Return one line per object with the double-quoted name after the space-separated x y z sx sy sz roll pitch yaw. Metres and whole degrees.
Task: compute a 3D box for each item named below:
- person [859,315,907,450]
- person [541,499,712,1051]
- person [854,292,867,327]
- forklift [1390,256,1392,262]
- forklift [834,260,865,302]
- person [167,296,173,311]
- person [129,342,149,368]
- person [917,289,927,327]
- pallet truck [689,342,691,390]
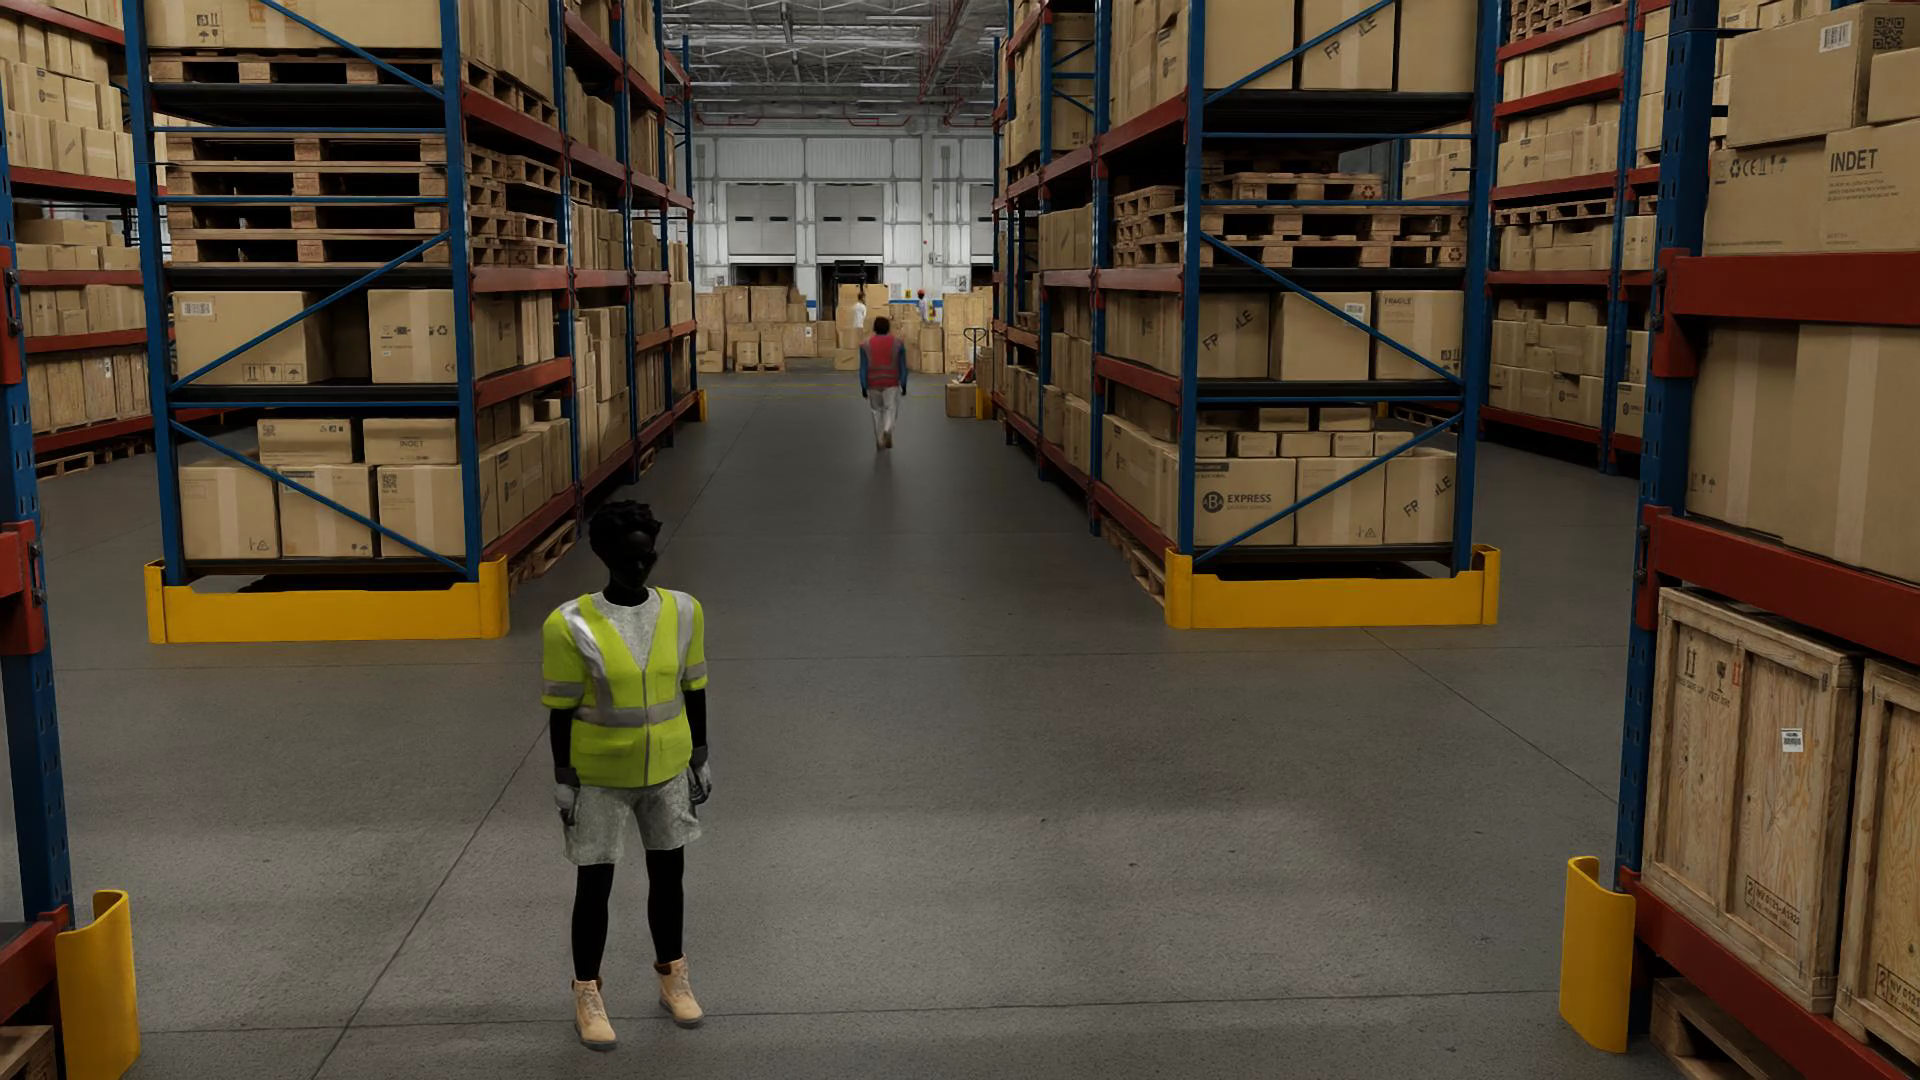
-1.035 -2.093 22.265 0.640 1.830 0.608 1 9 3 "person"
-1.012 0.709 5.114 0.536 1.692 0.319 -6 11 -32 "person"
-2.680 -5.650 44.294 0.643 1.927 0.642 1 9 8 "person"
10.311 -5.611 41.062 1.873 2.768 1.129 -1 9 -4 "forklift"
-3.398 -7.256 51.392 1.129 2.768 1.873 -1 9 -4 "forklift"
-26.636 -7.386 56.024 0.844 1.662 0.538 -5 10 -28 "person"
-17.512 -4.162 35.286 0.942 1.826 0.541 -4 10 -24 "person"
-1.187 -7.473 55.803 0.787 1.916 0.551 3 9 16 "person"
-5.225 -3.008 27.480 1.885 1.965 0.823 2 9 14 "pallet truck"
